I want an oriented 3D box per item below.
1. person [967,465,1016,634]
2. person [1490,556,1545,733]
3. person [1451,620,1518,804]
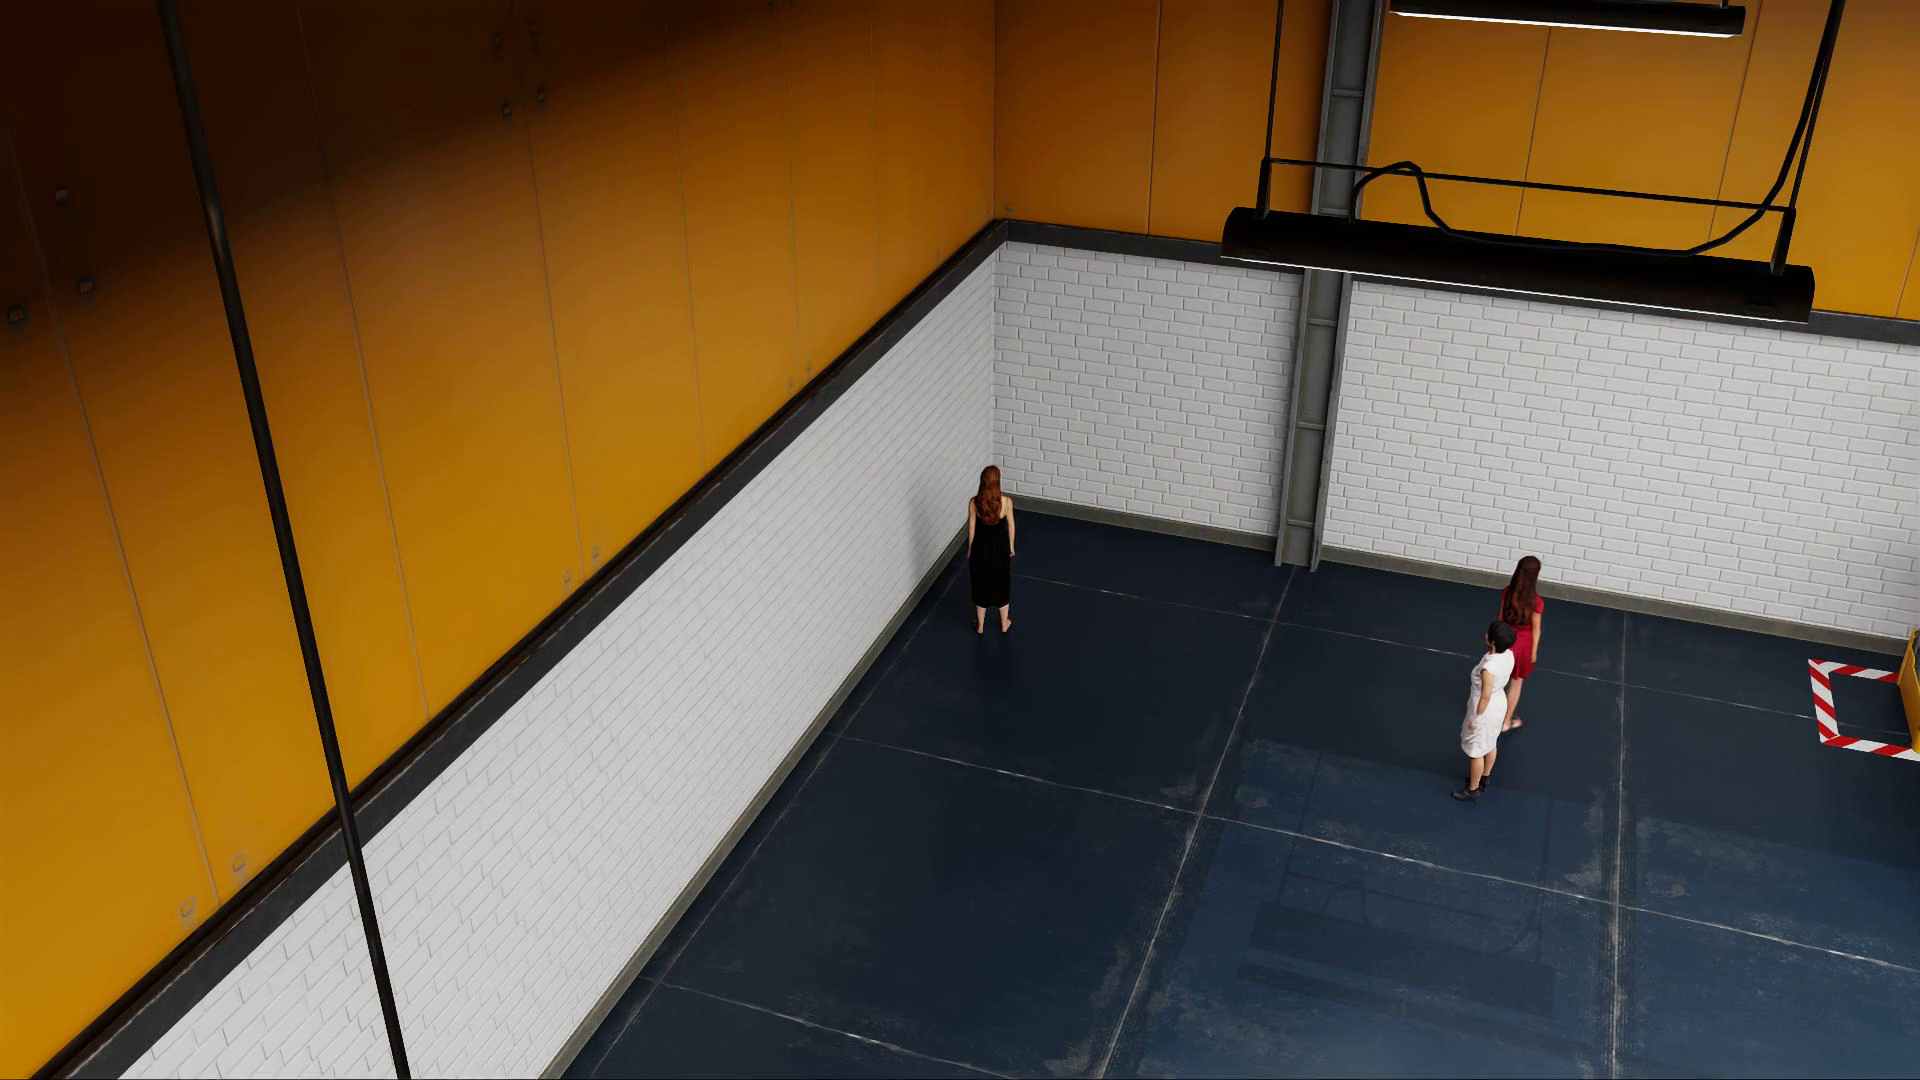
[{"bbox_3d":[0.262,0.084,14.653,0.620,1.624,0.722,-2,29,-3],"label":"person"},{"bbox_3d":[4.461,0.830,13.362,0.714,1.550,0.655,-25,37,-38],"label":"person"},{"bbox_3d":[3.970,1.284,12.526,0.629,1.556,0.631,23,36,36],"label":"person"}]
